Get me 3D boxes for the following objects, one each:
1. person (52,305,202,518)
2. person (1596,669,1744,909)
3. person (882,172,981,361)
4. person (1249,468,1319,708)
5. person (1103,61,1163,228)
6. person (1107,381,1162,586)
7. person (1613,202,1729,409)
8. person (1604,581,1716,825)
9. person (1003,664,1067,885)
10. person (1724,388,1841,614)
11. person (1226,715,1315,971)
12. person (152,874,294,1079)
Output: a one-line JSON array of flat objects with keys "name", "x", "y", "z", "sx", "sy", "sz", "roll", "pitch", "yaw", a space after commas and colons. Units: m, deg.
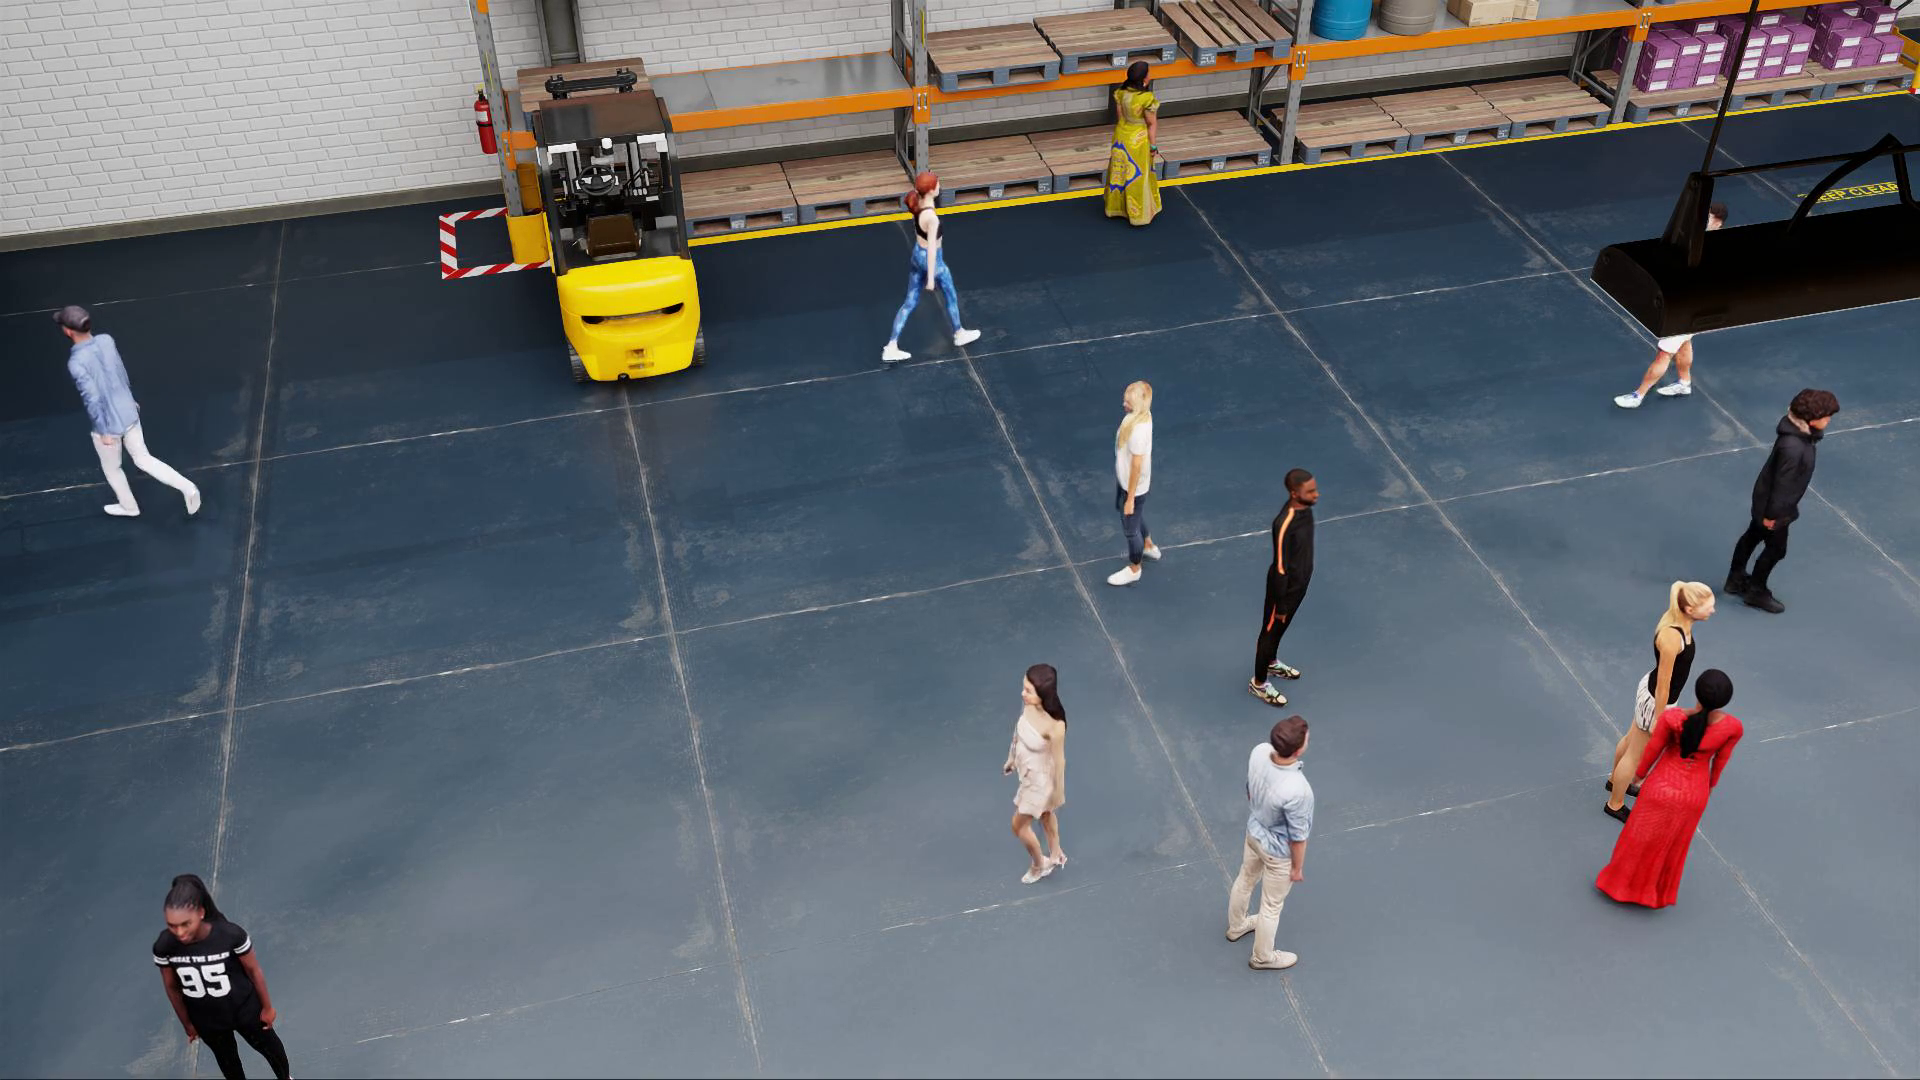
[{"name": "person", "x": -6.237, "y": -0.897, "z": 12.389, "sx": 1.168, "sy": 1.864, "sz": 0.964, "roll": 8, "pitch": 39, "yaw": 10}, {"name": "person", "x": 4.090, "y": 1.441, "z": 9.530, "sx": 0.687, "sy": 1.788, "sz": 0.799, "roll": 6, "pitch": 39, "yaw": 8}, {"name": "person", "x": -0.361, "y": -2.288, "z": 14.241, "sx": 1.254, "sy": 1.737, "sz": 0.806, "roll": -19, "pitch": 43, "yaw": -23}, {"name": "person", "x": 2.145, "y": 0.280, "z": 10.959, "sx": 0.743, "sy": 1.808, "sz": 0.693, "roll": 18, "pitch": 42, "yaw": 21}, {"name": "person", "x": 1.714, "y": -3.901, "z": 16.322, "sx": 0.990, "sy": 1.660, "sz": 0.990, "roll": -31, "pitch": 48, "yaw": -33}, {"name": "person", "x": 1.264, "y": -0.416, "z": 11.841, "sx": 0.761, "sy": 1.797, "sz": 0.807, "roll": 7, "pitch": 39, "yaw": 9}, {"name": "person", "x": 6.085, "y": -1.939, "z": 13.730, "sx": 1.076, "sy": 1.819, "sz": 0.725, "roll": -11, "pitch": 40, "yaw": -14}, {"name": "person", "x": 4.225, "y": 0.949, "z": 10.092, "sx": 0.723, "sy": 1.846, "sz": 0.684, "roll": 15, "pitch": 41, "yaw": 18}, {"name": "person", "x": 0.550, "y": 1.359, "z": 9.678, "sx": 0.613, "sy": 1.722, "sz": 0.576, "roll": -11, "pitch": 40, "yaw": -14}, {"name": "person", "x": 5.681, "y": -0.307, "z": 11.729, "sx": 0.875, "sy": 1.765, "sz": 0.819, "roll": 16, "pitch": 41, "yaw": 19}, {"name": "person", "x": 1.724, "y": 1.660, "z": 9.200, "sx": 0.599, "sy": 1.848, "sz": 0.681, "roll": -15, "pitch": 41, "yaw": -18}, {"name": "person", "x": -3.713, "y": 2.361, "z": 8.418, "sx": 0.504, "sy": 1.729, "sz": 0.659, "roll": -9, "pitch": 39, "yaw": -11}]
